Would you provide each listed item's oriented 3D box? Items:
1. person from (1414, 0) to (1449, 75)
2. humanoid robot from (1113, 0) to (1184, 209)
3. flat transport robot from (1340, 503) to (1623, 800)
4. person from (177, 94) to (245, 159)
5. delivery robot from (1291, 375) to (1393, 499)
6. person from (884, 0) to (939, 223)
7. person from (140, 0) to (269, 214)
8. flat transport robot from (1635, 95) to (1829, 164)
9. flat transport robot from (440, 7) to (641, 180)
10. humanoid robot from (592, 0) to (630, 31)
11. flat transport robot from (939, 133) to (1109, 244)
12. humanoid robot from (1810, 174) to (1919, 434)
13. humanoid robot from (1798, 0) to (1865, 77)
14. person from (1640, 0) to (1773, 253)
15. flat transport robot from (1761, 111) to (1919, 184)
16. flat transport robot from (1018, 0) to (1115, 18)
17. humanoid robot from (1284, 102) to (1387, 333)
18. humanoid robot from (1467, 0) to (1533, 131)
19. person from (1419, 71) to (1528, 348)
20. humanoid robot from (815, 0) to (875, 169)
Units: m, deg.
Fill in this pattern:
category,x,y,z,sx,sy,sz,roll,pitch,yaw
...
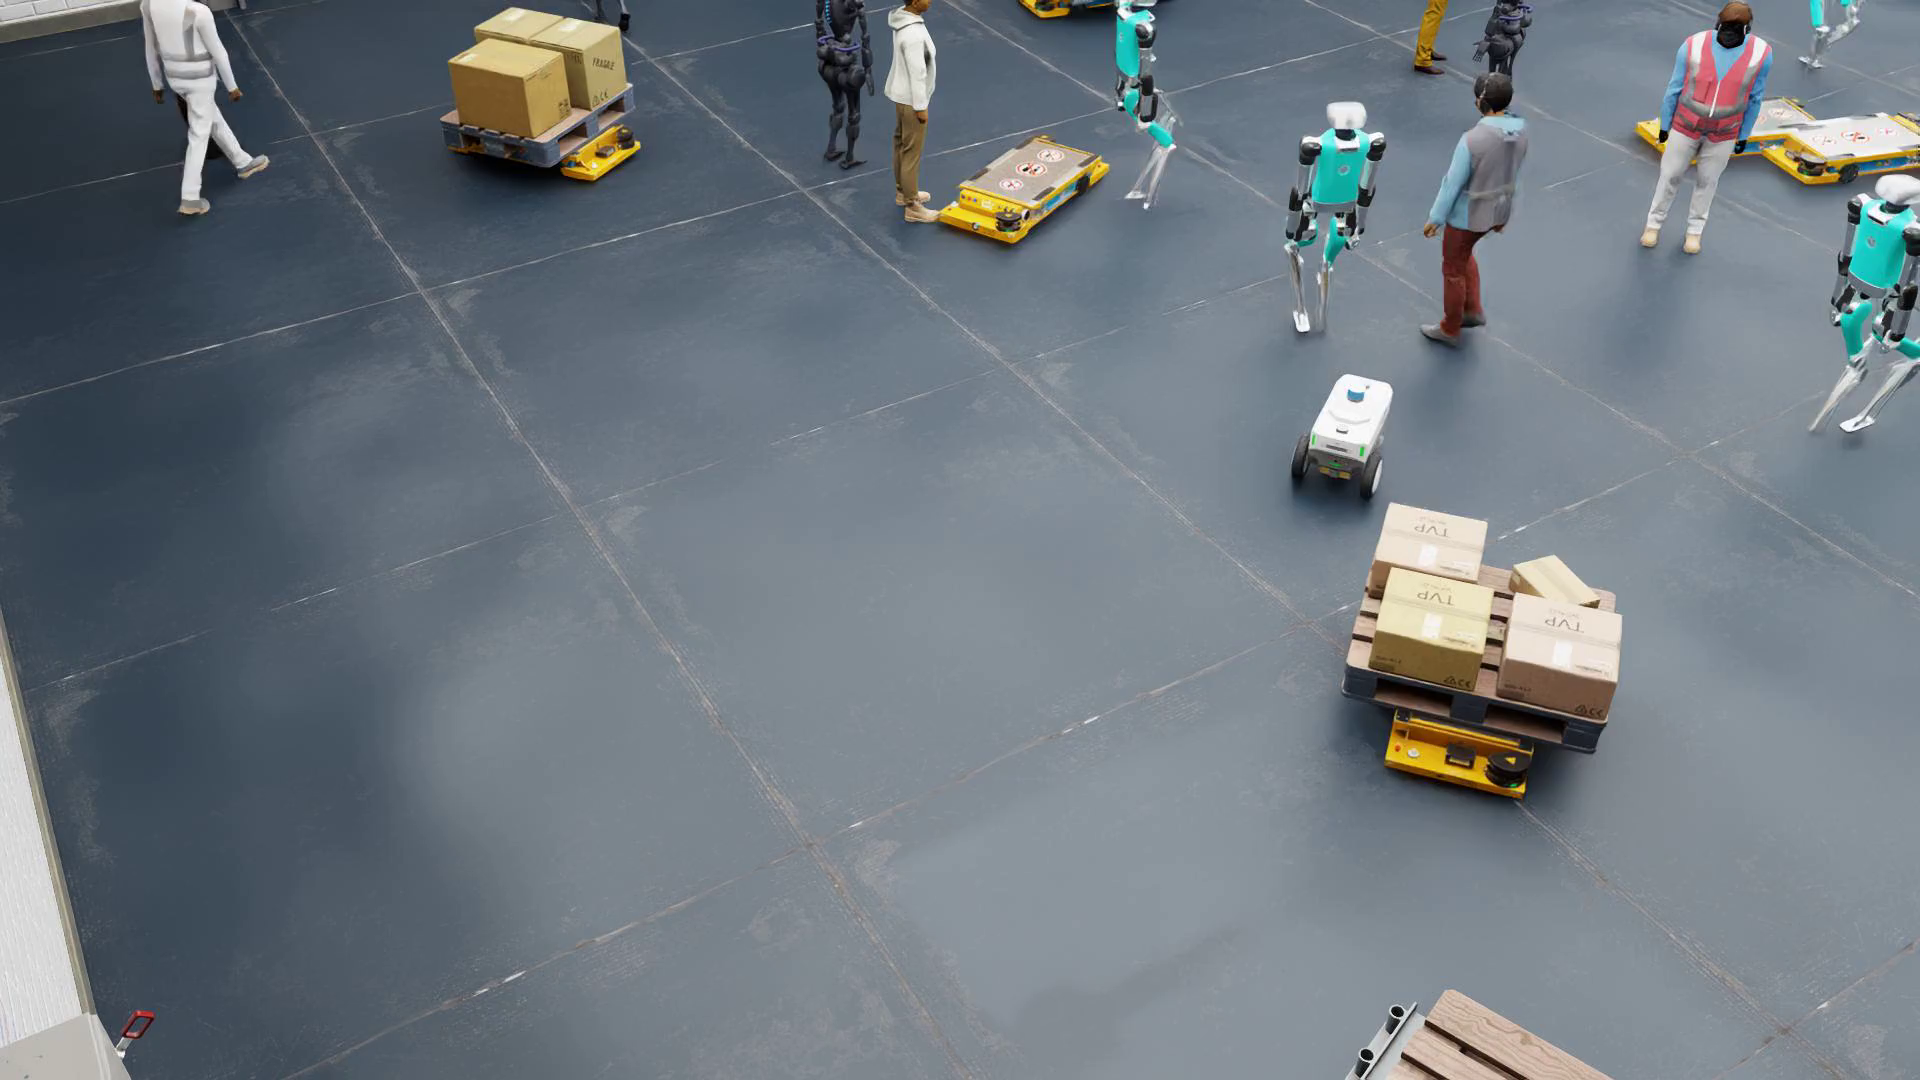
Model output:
category,x,y,z,sx,sy,sz,roll,pitch,yaw
person,4.188,-4.910,14.302,0.343,1.749,0.533,9,39,11
humanoid robot,1.433,-3.223,12.198,0.691,1.789,0.574,-12,40,-15
flat transport robot,2.593,0.690,8.421,0.659,0.231,1.431,13,40,15
person,-6.041,-3.916,12.894,0.543,1.936,0.356,31,48,33
delivery robot,2.290,-0.633,9.875,0.526,0.614,0.785,16,41,19
person,-0.364,-3.200,12.123,0.379,1.767,0.521,-7,39,-9
person,-5.697,-3.377,12.304,0.603,1.823,1.037,14,40,16
flat transport robot,6.306,-3.319,13.480,1.431,0.231,0.659,-8,39,-10
flat transport robot,-3.352,-3.215,13.348,1.431,0.231,0.659,16,41,19
humanoid robot,-3.265,-5.444,15.046,0.609,1.636,0.621,-18,42,-21
flat transport robot,0.507,-2.699,12.697,0.659,0.231,1.431,22,44,26
humanoid robot,5.486,-1.331,9.842,0.794,1.837,0.537,-14,41,-17
humanoid robot,7.513,-4.779,14.235,0.551,1.896,0.728,-14,41,-17
person,5.234,-2.892,11.688,0.628,1.835,0.431,14,41,17
flat transport robot,7.151,-3.118,13.225,1.431,0.231,0.659,-9,39,-12
flat transport robot,1.276,-5.303,15.983,1.431,0.231,0.659,-15,41,-18
humanoid robot,2.311,-2.048,10.753,0.531,1.841,0.798,-4,39,-5
humanoid robot,4.354,-4.064,13.277,0.307,1.655,0.609,27,46,30
person,3.265,-2.075,10.627,0.550,1.861,0.474,-24,44,-27
humanoid robot,-0.900,-3.682,12.802,0.609,1.652,0.304,30,47,32
